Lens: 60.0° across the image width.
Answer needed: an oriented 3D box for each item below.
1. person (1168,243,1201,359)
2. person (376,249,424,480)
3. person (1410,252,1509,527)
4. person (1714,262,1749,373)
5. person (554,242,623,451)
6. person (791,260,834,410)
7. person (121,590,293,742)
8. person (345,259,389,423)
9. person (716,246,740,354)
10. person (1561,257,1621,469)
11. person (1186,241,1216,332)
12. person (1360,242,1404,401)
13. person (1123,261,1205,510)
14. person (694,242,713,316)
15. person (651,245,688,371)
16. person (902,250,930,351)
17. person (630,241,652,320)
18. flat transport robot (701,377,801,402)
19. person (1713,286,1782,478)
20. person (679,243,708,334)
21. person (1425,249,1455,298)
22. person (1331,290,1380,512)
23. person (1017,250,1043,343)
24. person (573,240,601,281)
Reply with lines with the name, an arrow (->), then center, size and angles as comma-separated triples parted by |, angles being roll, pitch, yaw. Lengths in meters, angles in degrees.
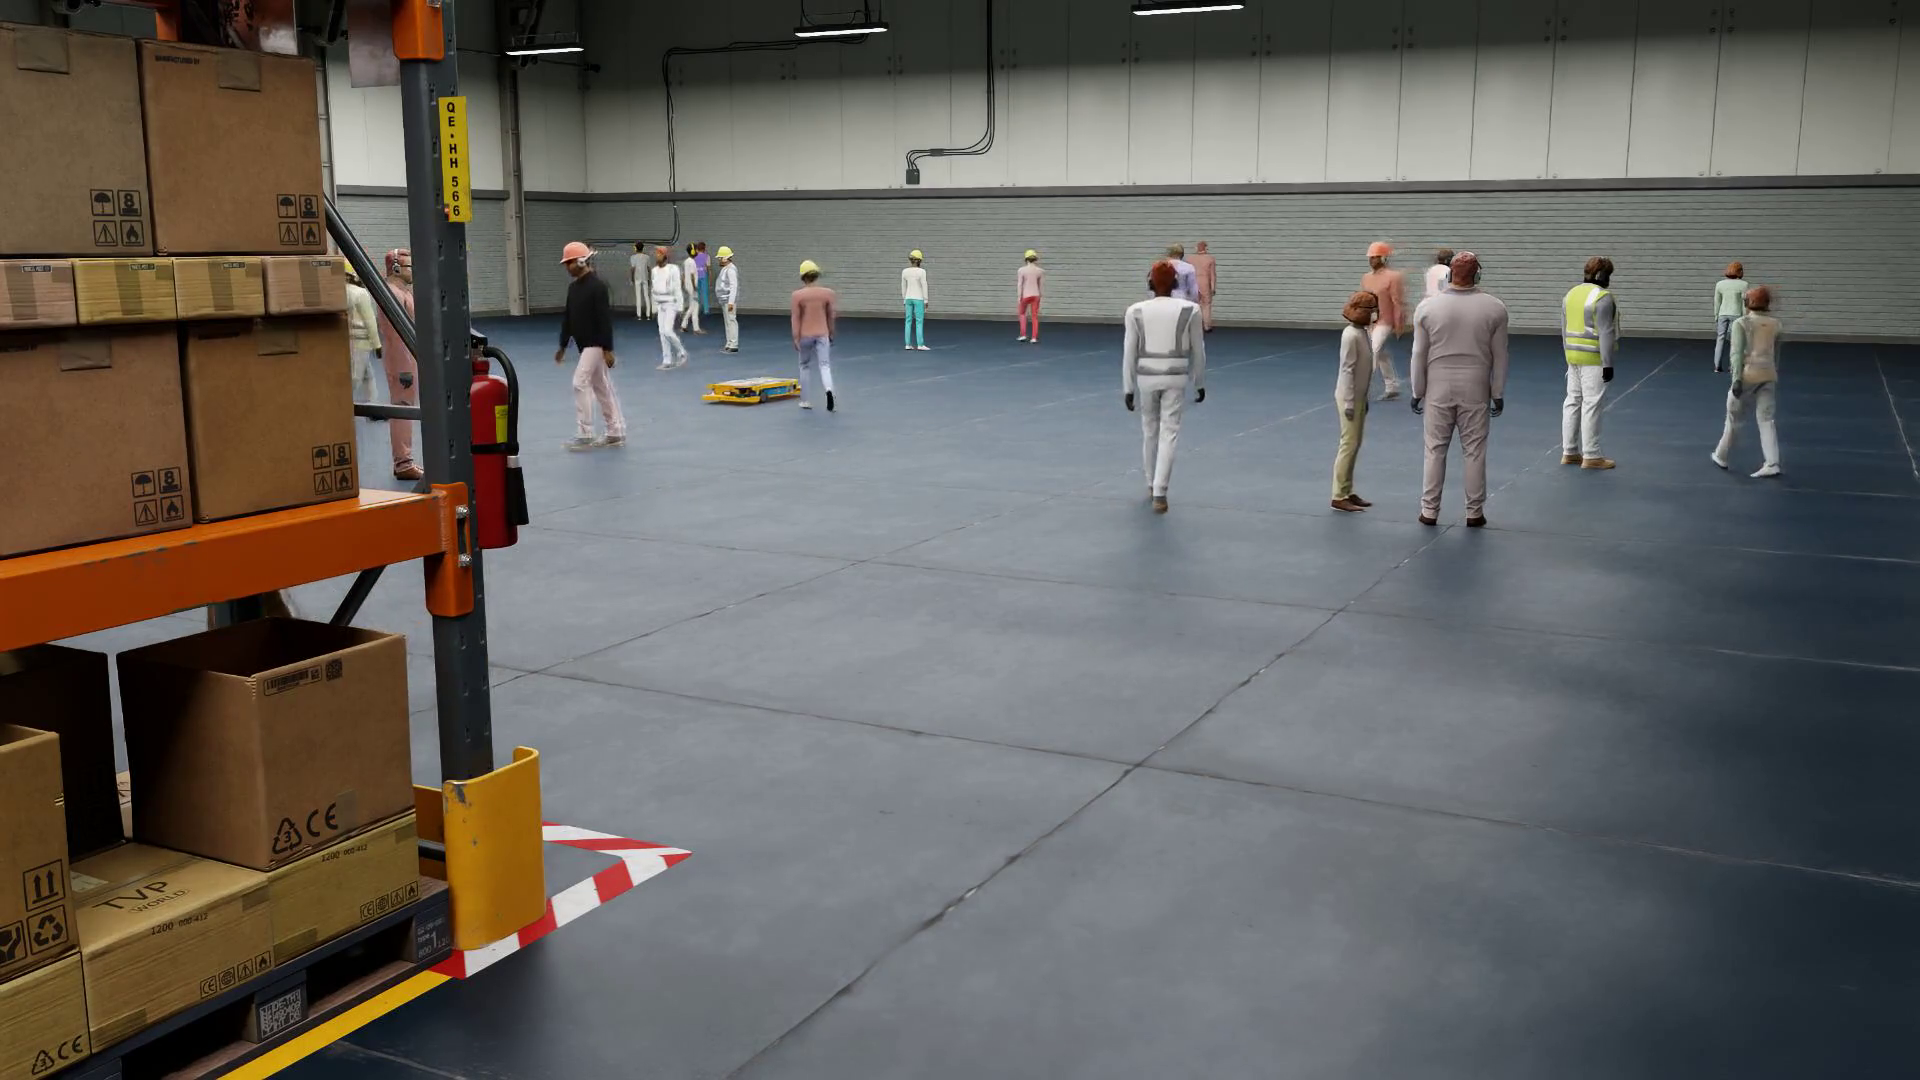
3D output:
person -> 3.377, -3.617, 25.678 | 0.632, 1.883, 1.019 | 8, 13, 37
person -> -4.615, -1.456, 13.849 | 0.407, 1.908, 0.641 | -4, 11, -20
person -> 3.467, -1.040, 11.579 | 0.651, 1.907, 0.409 | 3, 11, 15
person -> 11.399, -3.288, 24.584 | 0.280, 1.633, 0.500 | -9, 14, -41
person -> -3.577, -1.824, 15.731 | 0.849, 1.943, 0.623 | -8, 13, -36
person -> -1.685, -2.363, 19.243 | 0.531, 1.740, 0.736 | -3, 11, -17
person -> -2.947, -0.155, 6.486 | 0.640, 1.998, 1.015 | 6, 12, 30
person -> -6.449, -2.090, 17.624 | 0.594, 1.798, 0.889 | 10, 14, 42
person -> -3.978, -4.099, 28.477 | 0.404, 1.828, 0.592 | -3, 11, -17
person -> 5.516, -1.546, 14.533 | 0.429, 1.839, 0.621 | -3, 11, -14
person -> 5.044, -5.291, 34.763 | 0.652, 1.905, 0.406 | 4, 11, 23
person -> 5.004, -2.617, 20.093 | 1.040, 1.933, 0.651 | -5, 12, -25
person -> 1.527, -1.162, 12.471 | 0.583, 1.835, 0.979 | 3, 11, 17
person -> -6.540, -6.589, 42.004 | 0.570, 1.843, 0.372 | 4, 11, 19
person -> -4.382, -3.468, 24.912 | 0.617, 1.870, 0.447 | 8, 13, 37
person -> -0.782, -4.216, 29.309 | 0.524, 1.760, 0.326 | 7, 12, 32
person -> -7.654, -6.211, 39.877 | 0.518, 1.874, 0.326 | -5, 12, -27
flat transport robot -> -2.509, -1.861, 20.519 | 0.652, 0.197, 1.431 | 5, 12, 27
person -> 6.698, -1.334, 14.037 | 0.526, 1.587, 0.849 | -3, 11, -14
person -> -5.472, -5.126, 34.026 | 0.458, 1.887, 0.559 | -4, 11, -19
person -> 7.120, -3.320, 24.251 | 0.784, 1.815, 0.661 | -4, 11, -21
person -> 2.916, -1.026, 12.279 | 0.283, 1.626, 0.511 | 5, 12, 26
person -> 1.294, -4.590, 31.384 | 0.546, 1.742, 0.683 | -4, 11, -19
person -> -8.912, -6.216, 39.786 | 0.692, 1.911, 0.436 | 5, 11, 24
